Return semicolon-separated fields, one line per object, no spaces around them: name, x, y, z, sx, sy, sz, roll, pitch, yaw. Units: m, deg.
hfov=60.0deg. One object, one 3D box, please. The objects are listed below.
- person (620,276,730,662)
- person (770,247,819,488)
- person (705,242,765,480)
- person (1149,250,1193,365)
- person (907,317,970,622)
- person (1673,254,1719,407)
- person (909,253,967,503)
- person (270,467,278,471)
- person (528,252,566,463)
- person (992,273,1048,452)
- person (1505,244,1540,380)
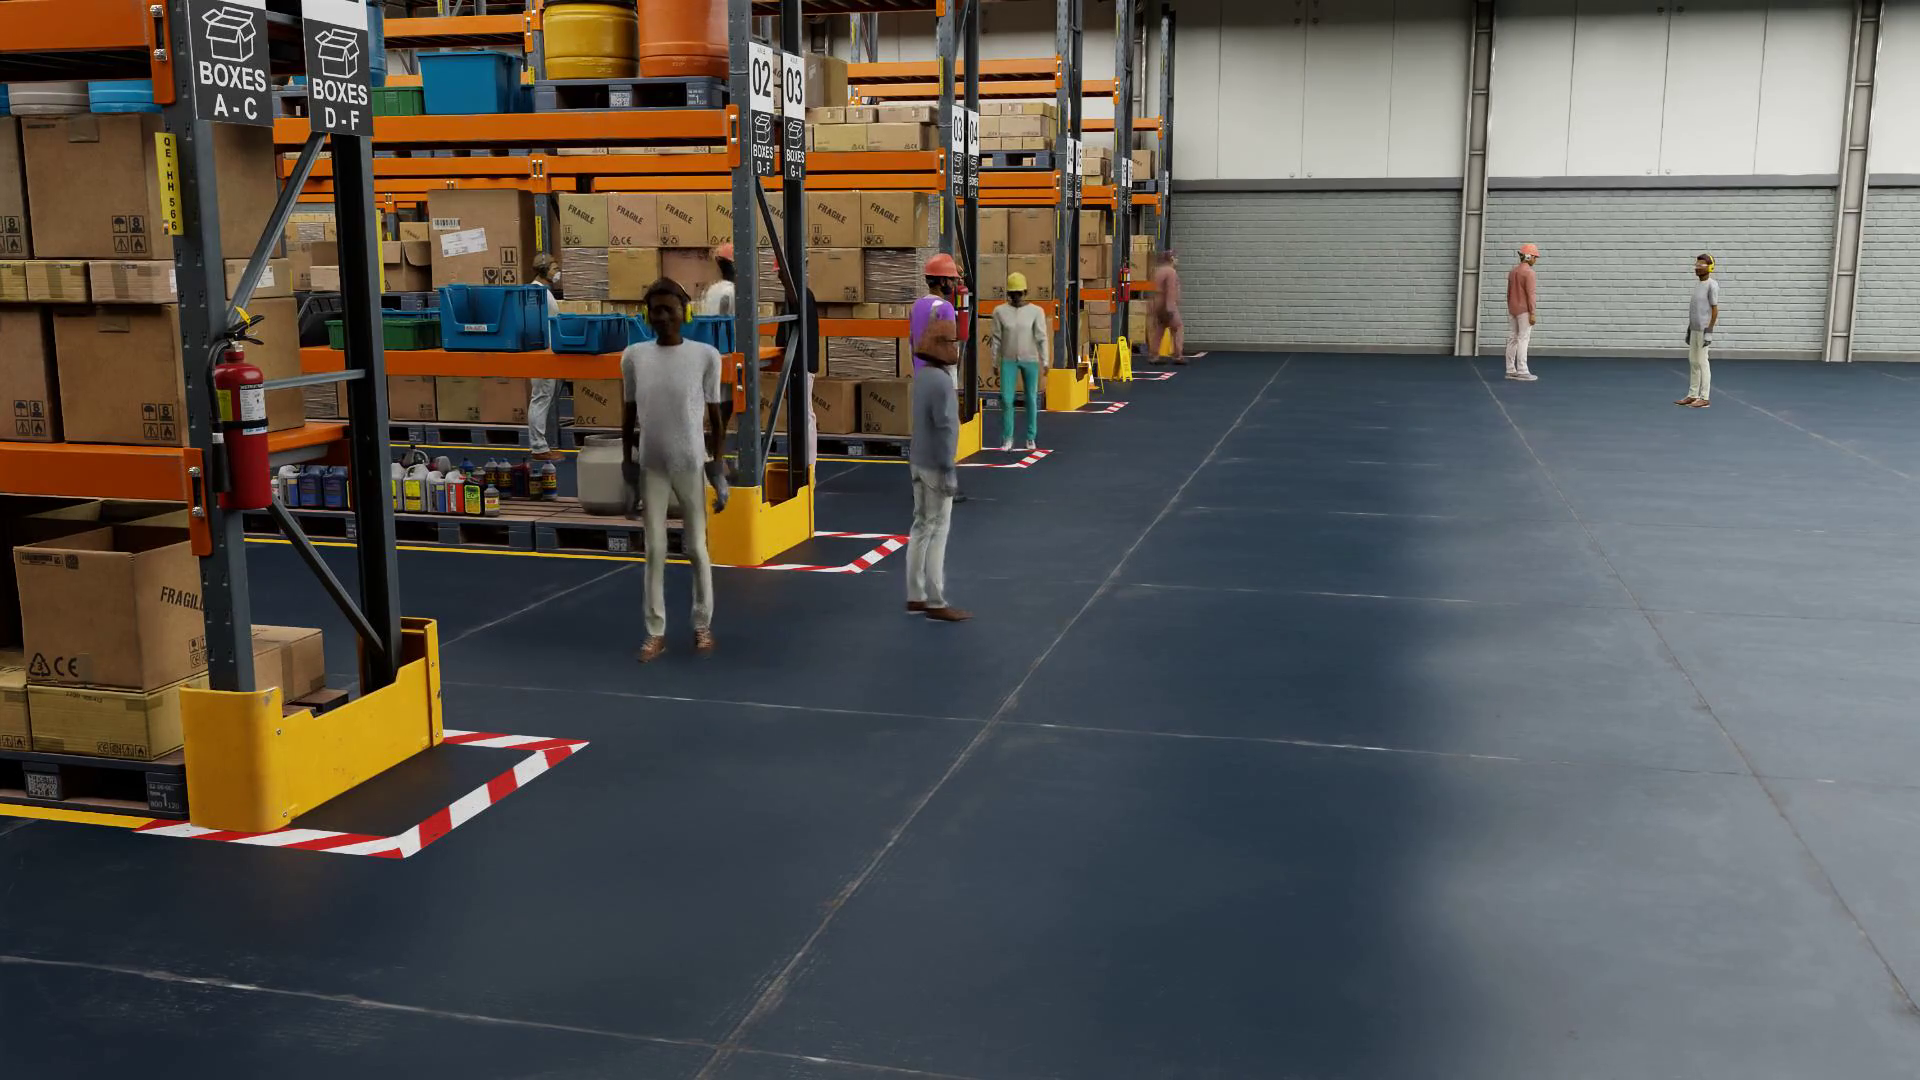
person;-1.403;-0.340;8.102;0.523;1.871;0.328;0;10;-2
person;-1.351;-1.410;13.702;0.393;1.985;0.611;0;10;1
person;-1.901;-1.506;14.137;0.637;2.018;0.624;-7;12;-33
person;3.488;-3.792;27.197;0.811;1.876;0.685;-3;11;-15
person;-0.132;-0.379;8.966;0.265;1.632;0.506;-4;11;-21
person;9.070;-2.566;20.413;0.318;1.876;0.531;-1;10;-5
person;-0.166;-1.259;12.998;0.375;1.935;0.551;-7;12;-33
person;-6.600;-1.491;14.615;0.973;1.829;0.546;1;10;3
person;-3.845;-1.676;15.346;0.371;1.931;0.624;-3;11;-16
person;0.577;-1.694;15.989;0.565;1.715;0.825;2;10;10
person;8.247;-3.330;24.345;0.392;1.985;0.610;-3;11;-14
